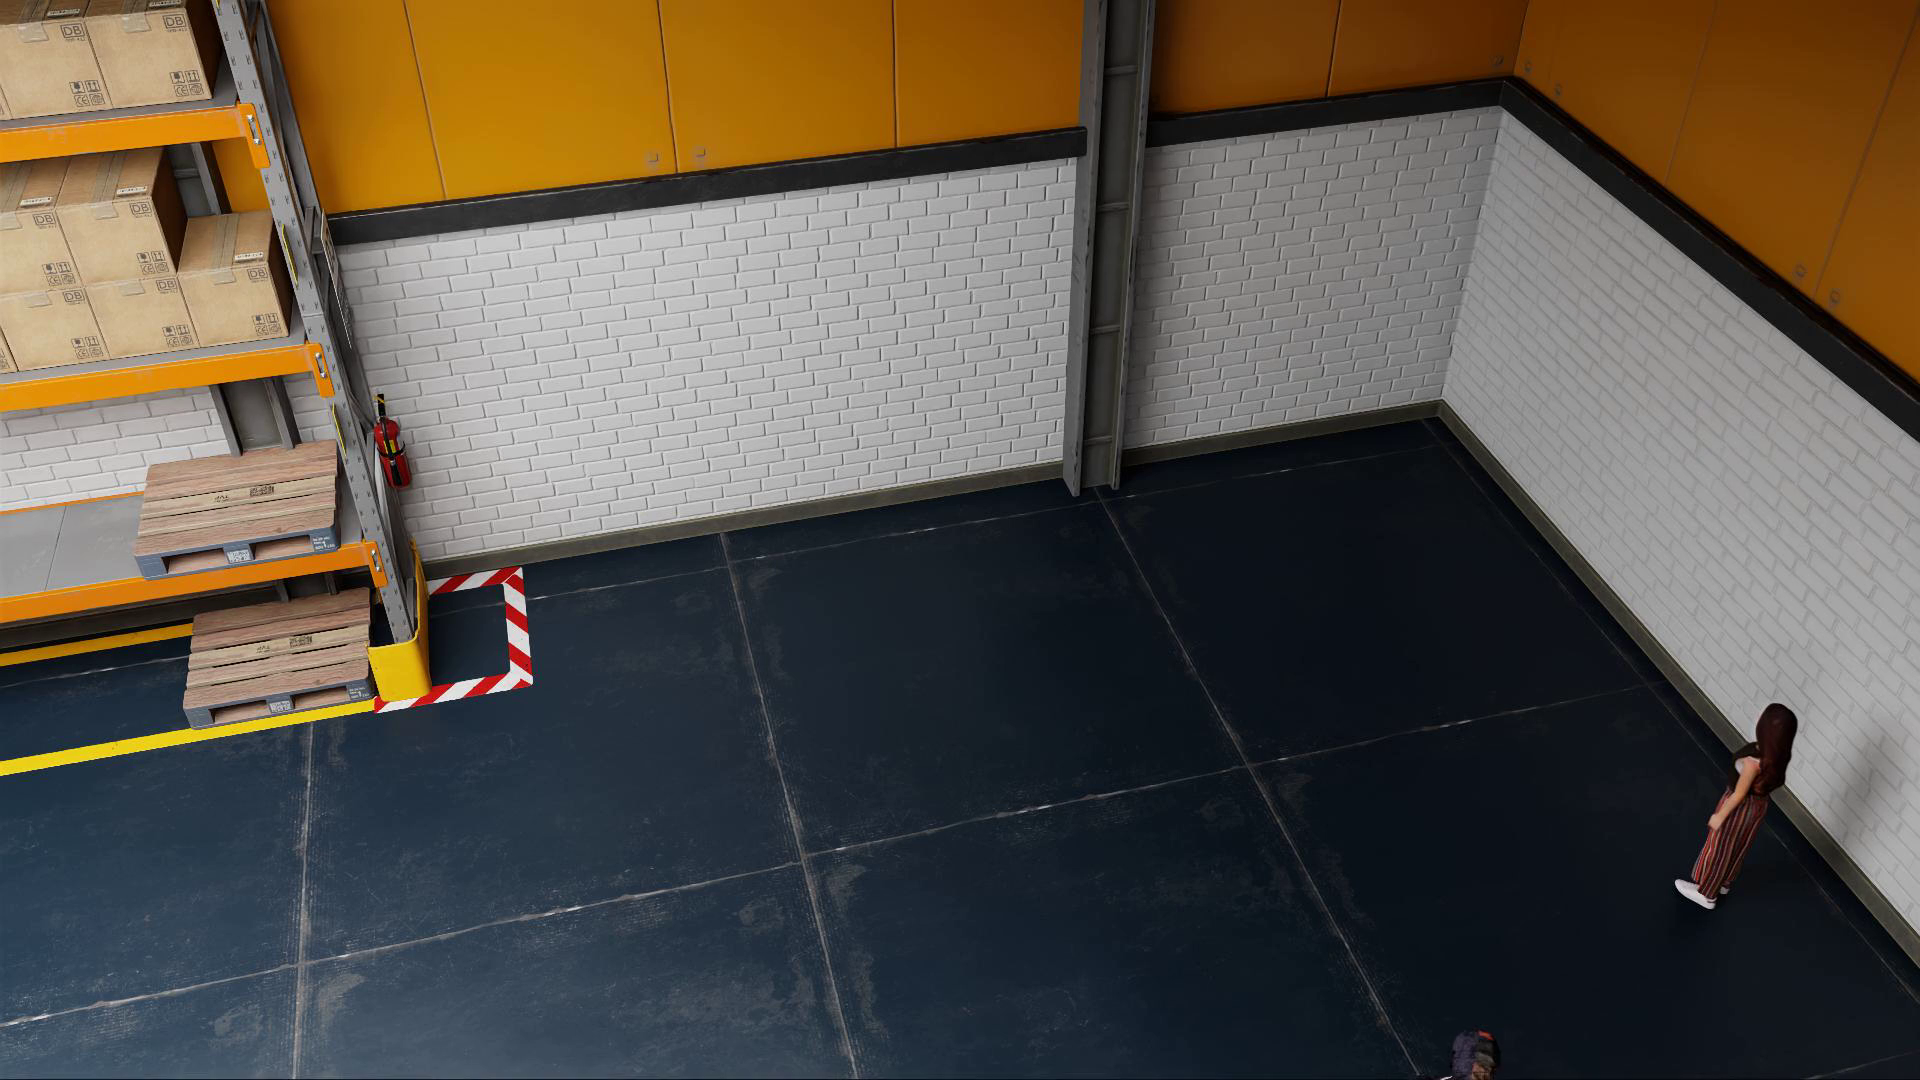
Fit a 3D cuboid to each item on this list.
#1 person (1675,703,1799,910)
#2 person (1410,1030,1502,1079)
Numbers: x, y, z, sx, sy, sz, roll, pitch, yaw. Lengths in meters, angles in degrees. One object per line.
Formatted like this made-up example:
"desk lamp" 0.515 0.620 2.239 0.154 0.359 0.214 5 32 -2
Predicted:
"person" 4.569 1.539 9.699 0.576 1.562 0.687 -26 45 -29
"person" 2.185 2.995 7.639 1.110 1.857 1.162 20 43 23
